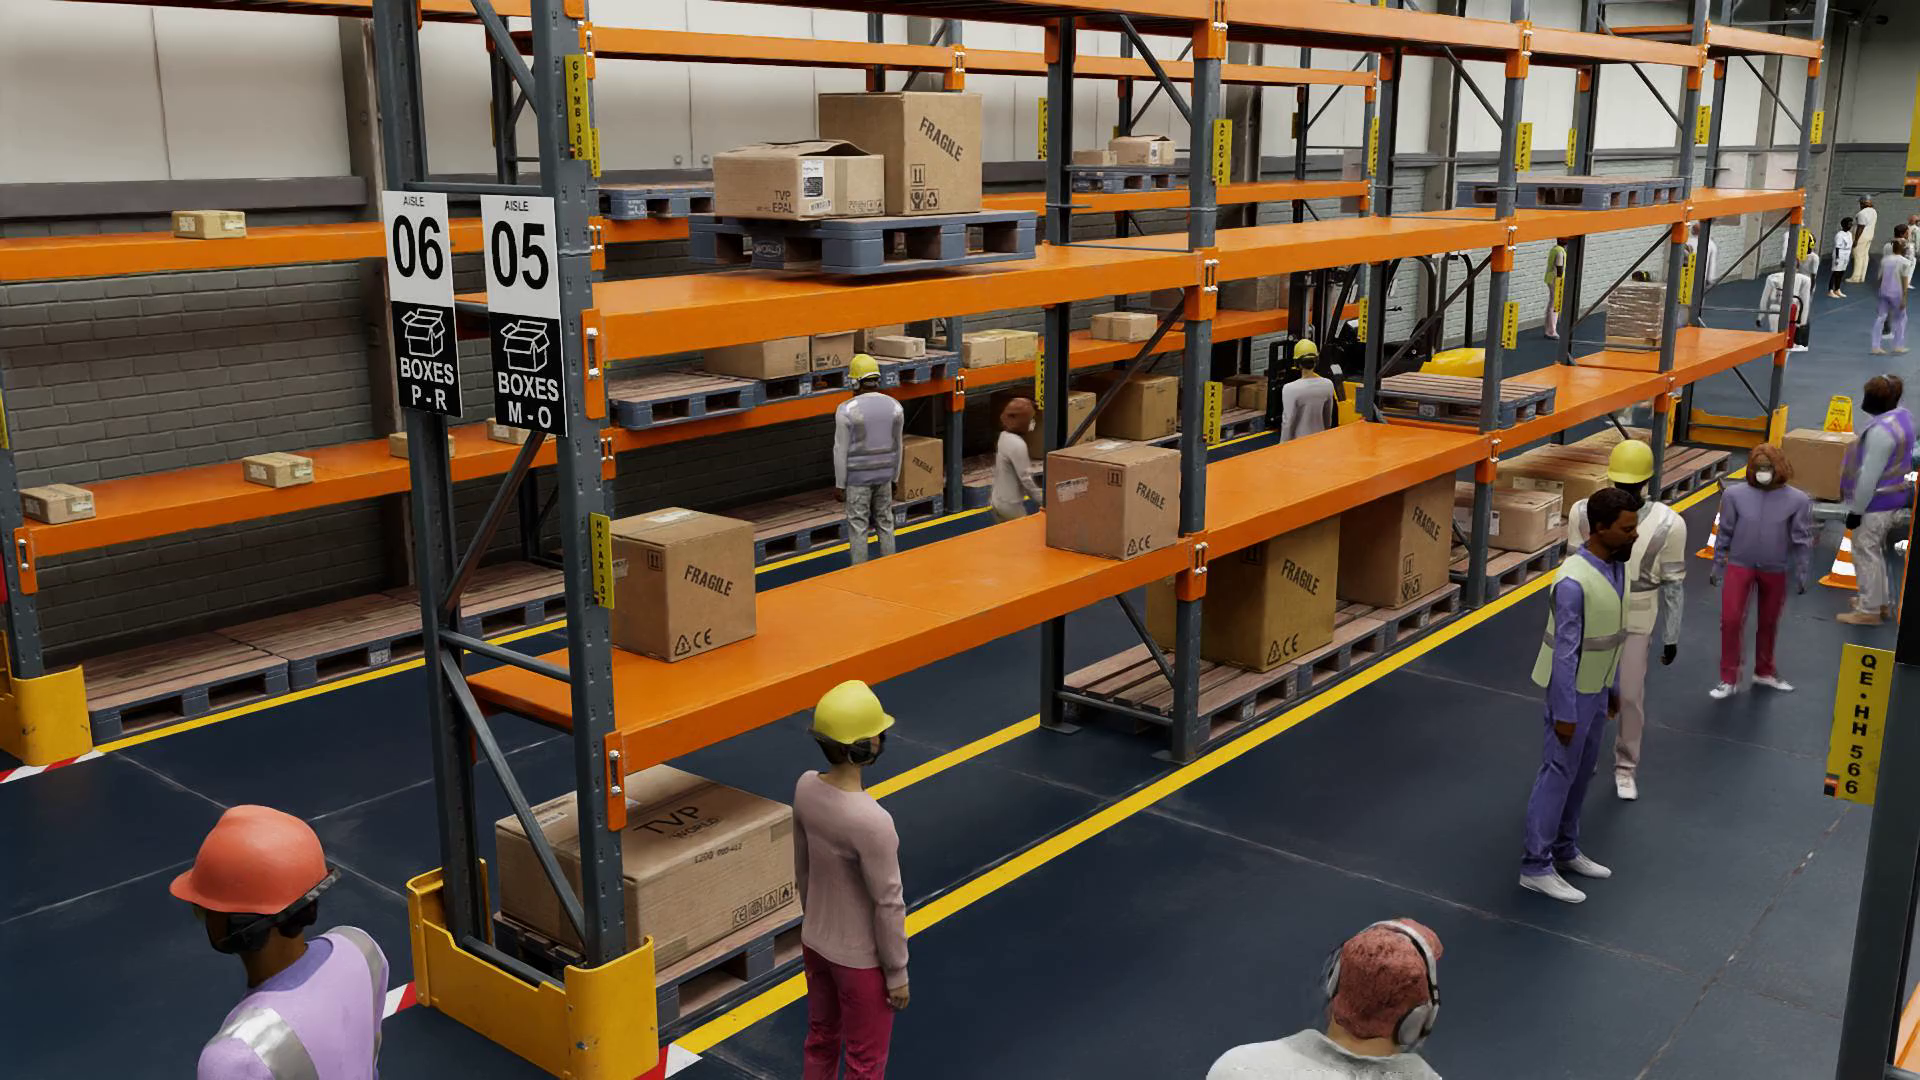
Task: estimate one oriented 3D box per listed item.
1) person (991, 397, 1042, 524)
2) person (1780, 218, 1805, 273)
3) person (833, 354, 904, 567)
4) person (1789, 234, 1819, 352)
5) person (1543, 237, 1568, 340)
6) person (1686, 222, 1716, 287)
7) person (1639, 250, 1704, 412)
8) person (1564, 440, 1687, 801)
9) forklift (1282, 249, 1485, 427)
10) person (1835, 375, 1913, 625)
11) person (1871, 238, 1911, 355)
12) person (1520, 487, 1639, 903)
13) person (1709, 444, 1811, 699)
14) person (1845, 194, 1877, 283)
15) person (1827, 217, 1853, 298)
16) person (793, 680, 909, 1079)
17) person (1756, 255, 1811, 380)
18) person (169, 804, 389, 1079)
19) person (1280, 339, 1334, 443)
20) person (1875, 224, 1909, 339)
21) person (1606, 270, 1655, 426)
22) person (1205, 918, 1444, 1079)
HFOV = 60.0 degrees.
[{"bbox_3d":[0.391,-0.233,11.907,0.424,1.601,0.519,-3,14,-11],"label":"person"},{"bbox_3d":[17.014,-5.723,33.961,0.572,1.749,0.341,-5,15,-19],"label":"person"},{"bbox_3d":[-0.698,-0.484,12.501,0.586,1.824,0.404,-11,17,-37],"label":"person"},{"bbox_3d":[13.403,-3.926,26.438,0.327,1.862,0.513,1,14,2],"label":"person"},{"bbox_3d":[10.002,-4.277,27.890,0.382,1.842,0.571,2,14,9],"label":"person"},{"bbox_3d":[12.890,-4.643,29.271,0.677,1.892,0.426,2,14,10],"label":"person"},{"bbox_3d":[8.814,-2.603,20.666,0.538,2.000,0.688,-5,15,-18],"label":"person"},{"bbox_3d":[3.420,0.414,8.654,0.593,1.913,0.401,10,17,36],"label":"person"},{"bbox_3d":[4.886,-2.214,18.767,2.313,2.155,1.214,11,18,38],"label":"forklift"},{"bbox_3d":[6.398,-0.273,11.683,0.431,1.801,0.713,10,17,36],"label":"person"},{"bbox_3d":[14.610,-3.791,25.952,0.782,1.815,0.534,-6,15,-25],"label":"person"},{"bbox_3d":[2.818,0.686,7.563,0.395,1.910,0.584,12,18,39],"label":"person"},{"bbox_3d":[4.932,0.185,10.243,0.550,1.598,0.503,6,15,23],"label":"person"},{"bbox_3d":[20.869,-7.003,38.583,0.679,2.000,0.537,-11,18,-39],"label":"person"},{"bbox_3d":[18.500,-5.922,34.908,0.530,1.688,0.321,-11,17,-37],"label":"person"},{"bbox_3d":[-0.338,1.301,5.332,0.308,1.772,0.525,-11,17,-37],"label":"person"},{"bbox_3d":[11.328,-3.033,22.852,0.580,1.846,0.964,3,14,11],"label":"person"},{"bbox_3d":[-1.483,1.554,3.727,0.368,2.048,0.607,1,14,5],"label":"person"},{"bbox_3d":[2.858,-0.783,13.832,0.524,1.764,0.329,-7,16,-27],"label":"person"},{"bbox_3d":[15.725,-4.360,28.073,0.373,1.916,0.596,0,14,1],"label":"person"},{"bbox_3d":[8.061,-2.262,19.661,0.624,1.856,0.536,0,14,1],"label":"person"},{"bbox_3d":[0.734,1.725,3.432,0.691,1.860,0.869,5,15,20],"label":"person"}]
